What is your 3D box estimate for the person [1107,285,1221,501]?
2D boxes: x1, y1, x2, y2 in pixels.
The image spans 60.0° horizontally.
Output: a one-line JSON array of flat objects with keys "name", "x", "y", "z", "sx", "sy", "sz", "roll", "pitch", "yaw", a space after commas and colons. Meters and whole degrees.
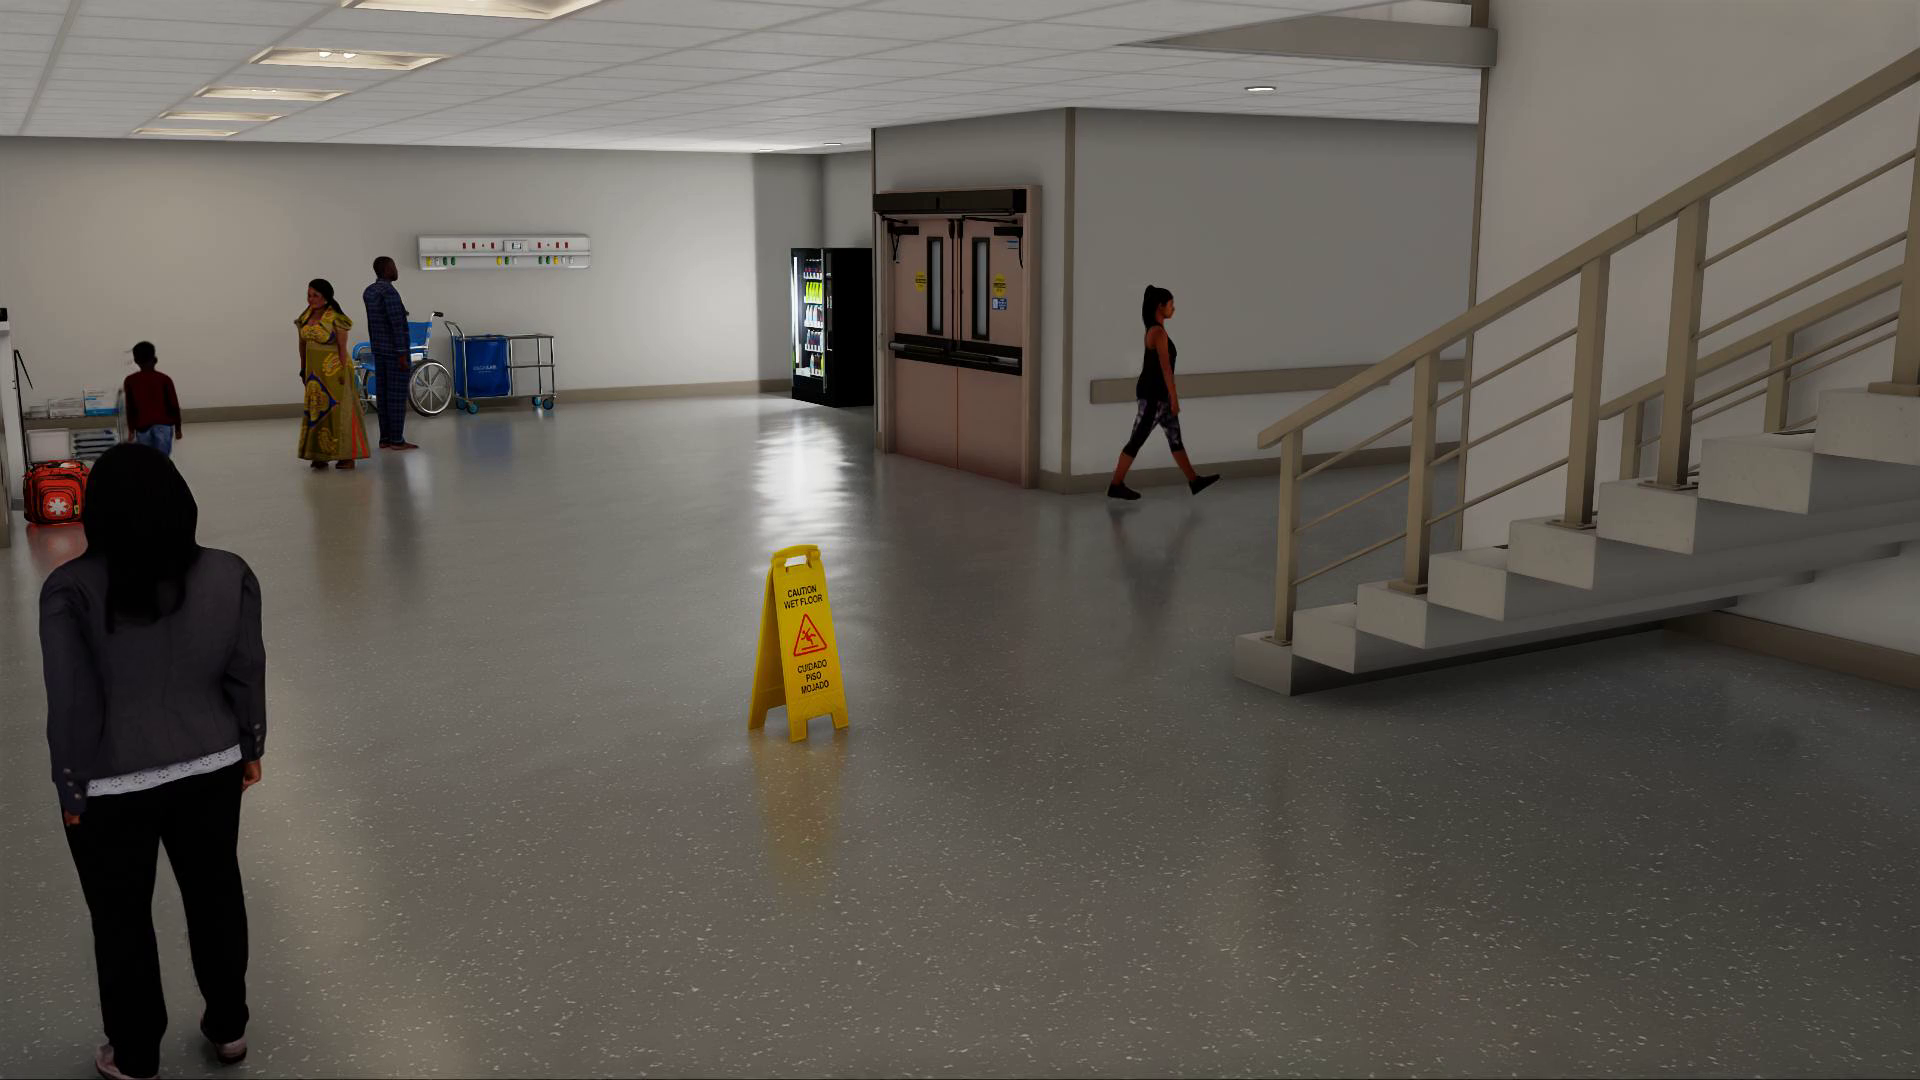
[{"name": "person", "x": 1.389, "y": -1.082, "z": 12.647, "sx": 1.032, "sy": 1.624, "sz": 1.126, "roll": 0, "pitch": 11, "yaw": 1}]

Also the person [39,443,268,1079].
[{"name": "person", "x": -1.982, "y": 0.555, "z": 4.094, "sx": 0.748, "sy": 1.597, "sz": 0.745, "roll": 10, "pitch": 15, "yaw": 43}]

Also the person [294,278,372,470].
[{"name": "person", "x": -5.512, "y": -1.451, "z": 14.504, "sx": 0.974, "sy": 1.655, "sz": 1.017, "roll": 2, "pitch": 11, "yaw": 11}]

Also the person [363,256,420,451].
[{"name": "person", "x": -5.412, "y": -1.780, "z": 15.786, "sx": 0.659, "sy": 1.824, "sz": 0.805, "roll": 10, "pitch": 14, "yaw": 41}]

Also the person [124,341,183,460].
[{"name": "person", "x": -6.048, "y": -0.850, "z": 12.460, "sx": 0.645, "sy": 1.237, "sz": 0.922, "roll": -3, "pitch": 11, "yaw": -16}]
